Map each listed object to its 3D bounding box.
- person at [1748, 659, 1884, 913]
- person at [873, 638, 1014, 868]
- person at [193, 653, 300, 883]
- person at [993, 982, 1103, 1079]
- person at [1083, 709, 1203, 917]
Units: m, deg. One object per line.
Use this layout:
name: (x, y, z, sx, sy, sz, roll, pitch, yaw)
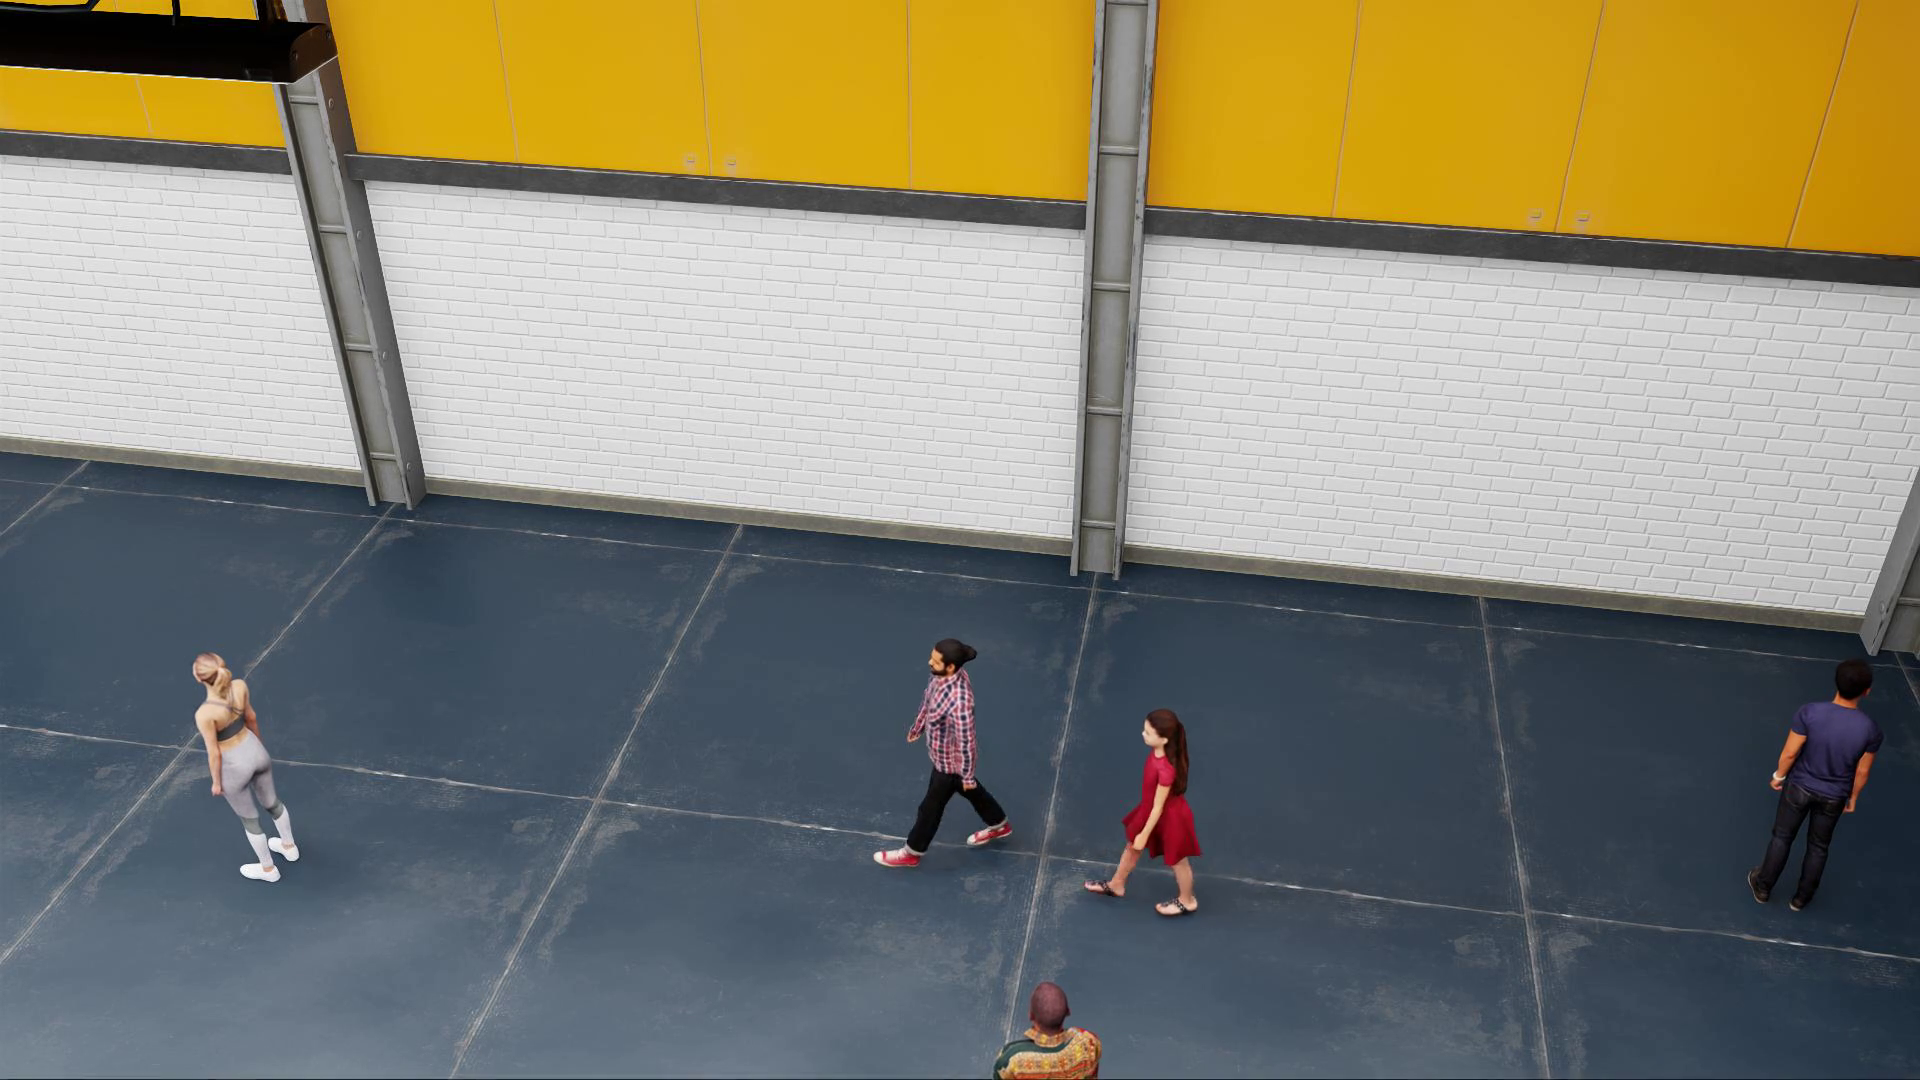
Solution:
person: (5.089, 1.469, 9.874, 0.551, 1.790, 0.745, 14, 36, 20)
person: (0.020, 1.293, 10.193, 1.239, 1.728, 0.948, -5, 34, -8)
person: (-4.359, 1.368, 10.104, 0.612, 1.702, 0.617, 14, 36, 20)
person: (0.397, 2.782, 7.886, 0.750, 1.804, 0.856, -9, 35, -13)
person: (1.290, 1.641, 9.856, 0.968, 1.522, 0.691, -3, 34, -4)
